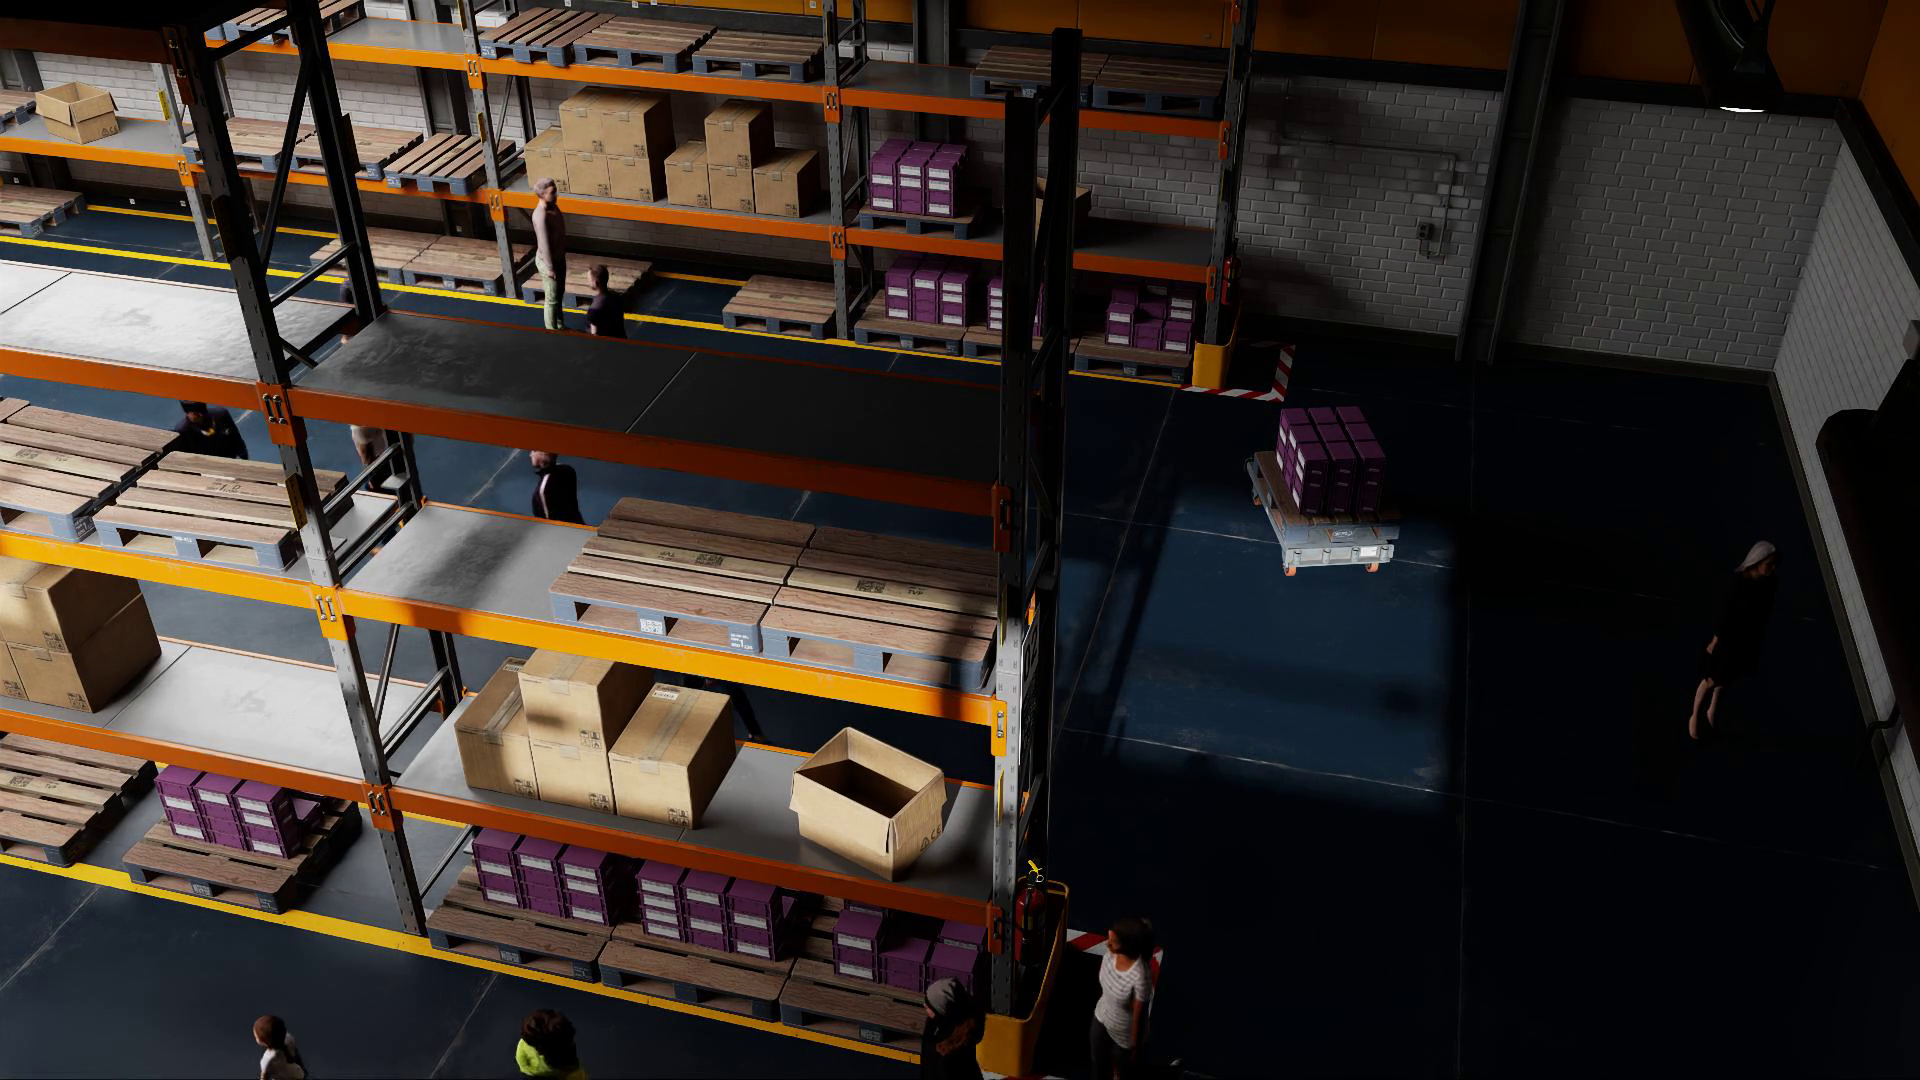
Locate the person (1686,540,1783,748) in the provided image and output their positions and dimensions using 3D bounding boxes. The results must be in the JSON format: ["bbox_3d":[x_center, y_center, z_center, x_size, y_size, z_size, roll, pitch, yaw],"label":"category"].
[{"bbox_3d":[5.691,0.740,12.230,0.673,1.746,0.766,-9,35,-13],"label":"person"}]

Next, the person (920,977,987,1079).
[{"bbox_3d":[0.036,2.967,8.995,0.937,1.618,0.761,1,34,2],"label":"person"}]

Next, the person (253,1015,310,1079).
[{"bbox_3d":[-3.750,3.079,9.387,0.694,0.999,0.481,3,34,5],"label":"person"}]

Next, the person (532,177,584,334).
[{"bbox_3d":[-4.334,-2.959,17.684,0.670,1.869,0.737,0,34,0],"label":"person"}]

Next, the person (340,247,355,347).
[{"bbox_3d":[-5.817,-2.056,16.442,1.108,1.740,0.756,4,34,6],"label":"person"}]

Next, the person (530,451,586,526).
[{"bbox_3d":[-3.062,0.046,13.248,1.210,1.775,0.691,9,35,13],"label":"person"}]

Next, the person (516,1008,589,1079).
[{"bbox_3d":[-2.144,3.096,8.490,0.820,1.962,0.872,-4,34,-6],"label":"person"}]

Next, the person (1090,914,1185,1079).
[{"bbox_3d":[0.989,2.708,9.378,0.981,1.626,0.901,-15,37,-22],"label":"person"}]

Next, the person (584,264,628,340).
[{"bbox_3d":[-3.286,-1.782,15.954,0.908,1.824,0.664,8,35,12],"label":"person"}]
